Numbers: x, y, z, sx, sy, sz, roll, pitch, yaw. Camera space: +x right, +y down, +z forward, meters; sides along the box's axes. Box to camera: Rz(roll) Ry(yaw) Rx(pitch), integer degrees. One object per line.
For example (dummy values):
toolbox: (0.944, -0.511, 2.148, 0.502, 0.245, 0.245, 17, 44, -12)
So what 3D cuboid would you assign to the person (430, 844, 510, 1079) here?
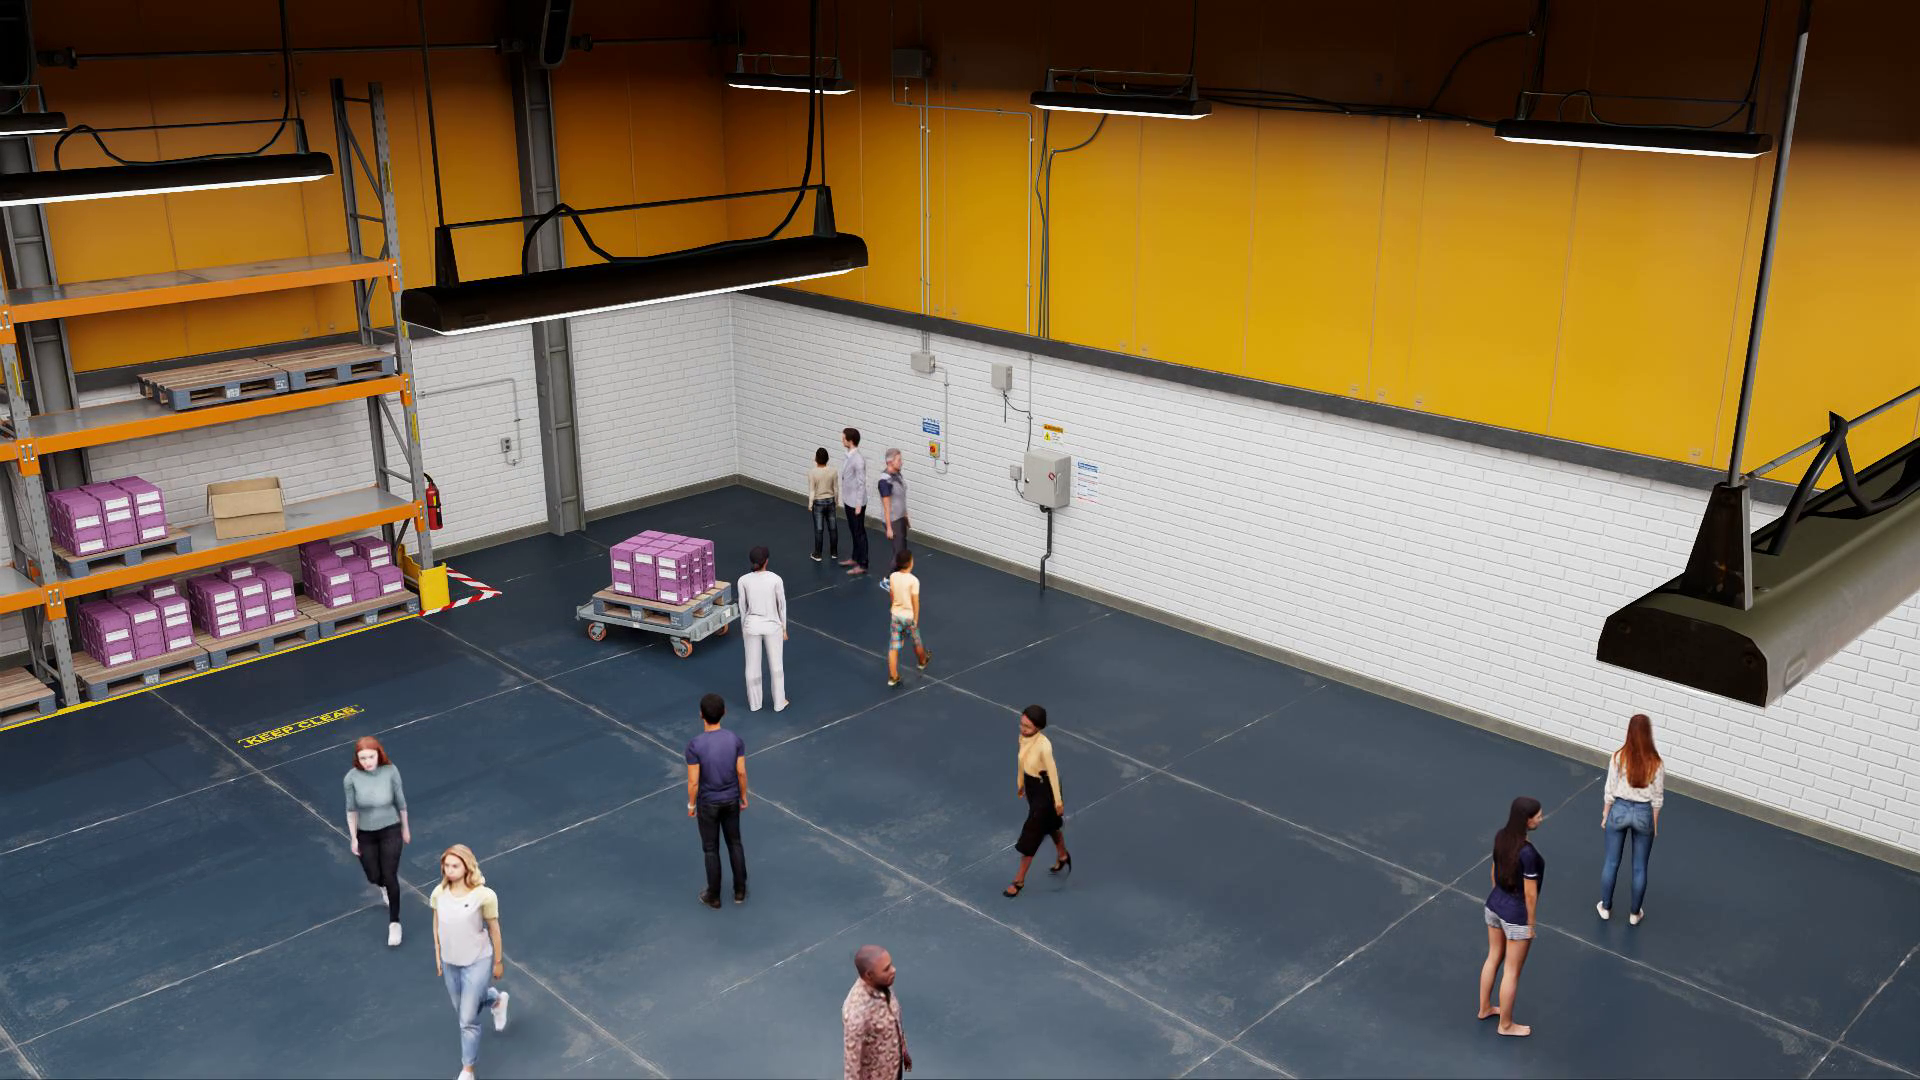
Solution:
person: (-3.250, 2.780, 11.109, 1.003, 1.703, 1.151, 3, 19, 9)

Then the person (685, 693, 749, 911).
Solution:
person: (-1.910, 2.058, 13.115, 0.572, 1.790, 0.768, -9, 21, -26)

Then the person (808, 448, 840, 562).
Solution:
person: (-1.728, -0.460, 21.101, 0.564, 1.465, 0.676, -7, 20, -20)

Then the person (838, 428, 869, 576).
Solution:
person: (-1.293, -0.507, 20.640, 0.756, 1.849, 0.764, -6, 19, -17)

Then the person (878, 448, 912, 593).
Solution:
person: (-0.857, -0.207, 19.805, 0.891, 1.812, 0.772, 3, 19, 10)

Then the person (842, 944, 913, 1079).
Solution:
person: (-0.599, 3.159, 9.855, 1.122, 1.784, 1.186, 4, 19, 13)

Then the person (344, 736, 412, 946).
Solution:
person: (-4.437, 2.237, 12.696, 0.923, 1.718, 0.901, -7, 20, -19)

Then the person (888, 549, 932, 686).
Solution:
person: (-0.618, 0.834, 17.324, 0.773, 1.423, 1.051, 8, 20, 21)

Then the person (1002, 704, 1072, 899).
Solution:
person: (0.697, 2.062, 13.380, 1.064, 1.613, 0.840, -8, 20, -22)

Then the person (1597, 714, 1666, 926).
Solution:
person: (5.213, 2.158, 12.914, 0.639, 1.728, 0.619, 8, 20, 22)

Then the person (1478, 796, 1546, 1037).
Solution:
person: (3.819, 2.597, 11.551, 0.667, 1.766, 0.659, -6, 19, -17)

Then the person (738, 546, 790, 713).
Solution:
person: (-1.974, 0.886, 16.678, 0.706, 1.737, 0.756, 1, 19, 2)
